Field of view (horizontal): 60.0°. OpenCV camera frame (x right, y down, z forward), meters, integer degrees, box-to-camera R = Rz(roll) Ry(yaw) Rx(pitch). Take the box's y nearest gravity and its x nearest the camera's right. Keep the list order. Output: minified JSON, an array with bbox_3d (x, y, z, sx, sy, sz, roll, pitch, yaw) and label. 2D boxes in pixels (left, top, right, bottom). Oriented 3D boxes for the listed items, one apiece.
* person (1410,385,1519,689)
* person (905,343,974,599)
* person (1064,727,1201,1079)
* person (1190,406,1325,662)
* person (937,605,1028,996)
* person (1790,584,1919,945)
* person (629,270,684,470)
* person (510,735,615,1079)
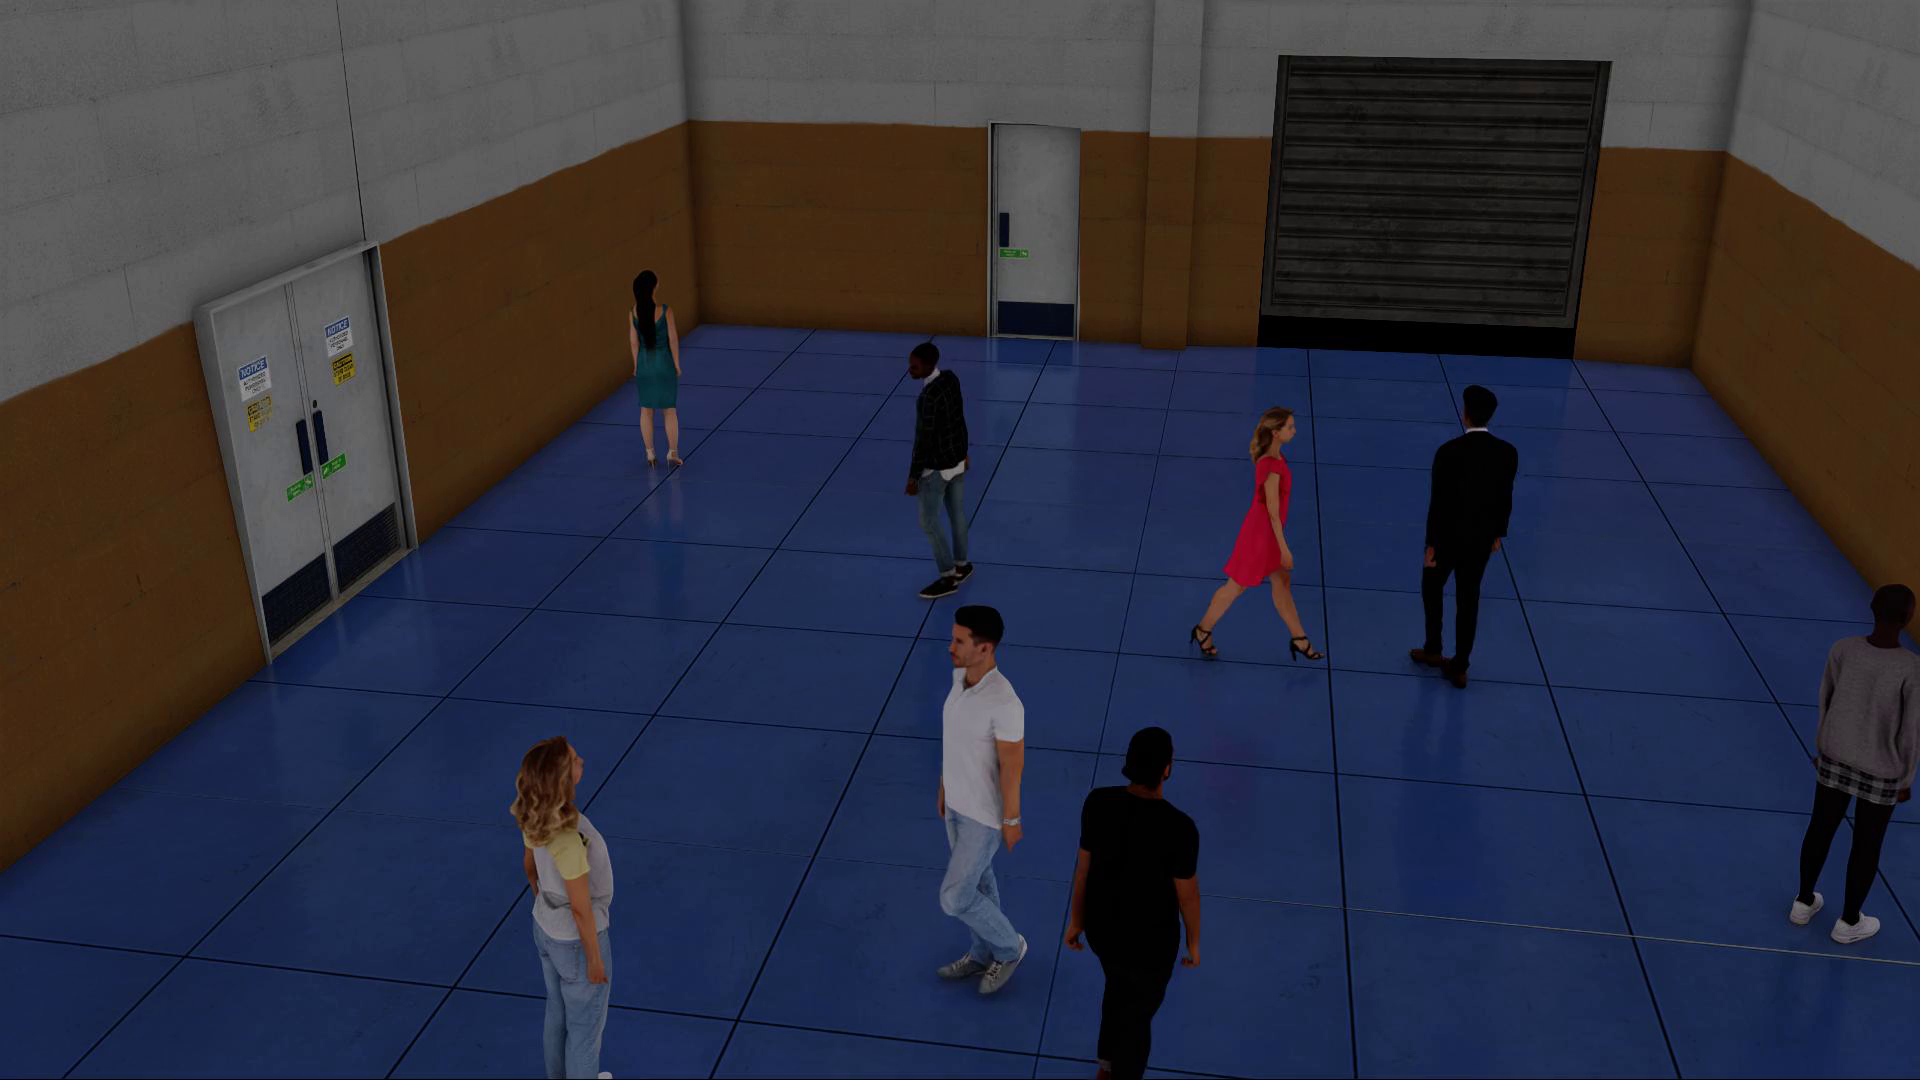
[{"bbox_3d":[3.067,0.017,10.007,0.754,1.866,0.880,-2,22,-5],"label":"person"},{"bbox_3d":[-0.066,-0.523,11.451,0.710,1.793,0.876,19,29,39],"label":"person"},{"bbox_3d":[0.616,1.548,6.360,0.733,1.744,0.838,14,26,30],"label":"person"},{"bbox_3d":[1.768,0.003,10.301,1.082,1.674,0.638,6,23,15],"label":"person"},{"bbox_3d":[0.155,1.129,7.264,0.847,1.849,0.814,-8,23,-20],"label":"person"},{"bbox_3d":[4.137,1.018,7.643,0.748,1.771,0.679,-16,27,-34],"label":"person"},{"bbox_3d":[-2.529,-1.414,13.812,0.455,1.685,0.632,2,22,4],"label":"person"},{"bbox_3d":[-1.508,1.530,6.413,0.768,1.723,0.691,-17,28,-36],"label":"person"}]
